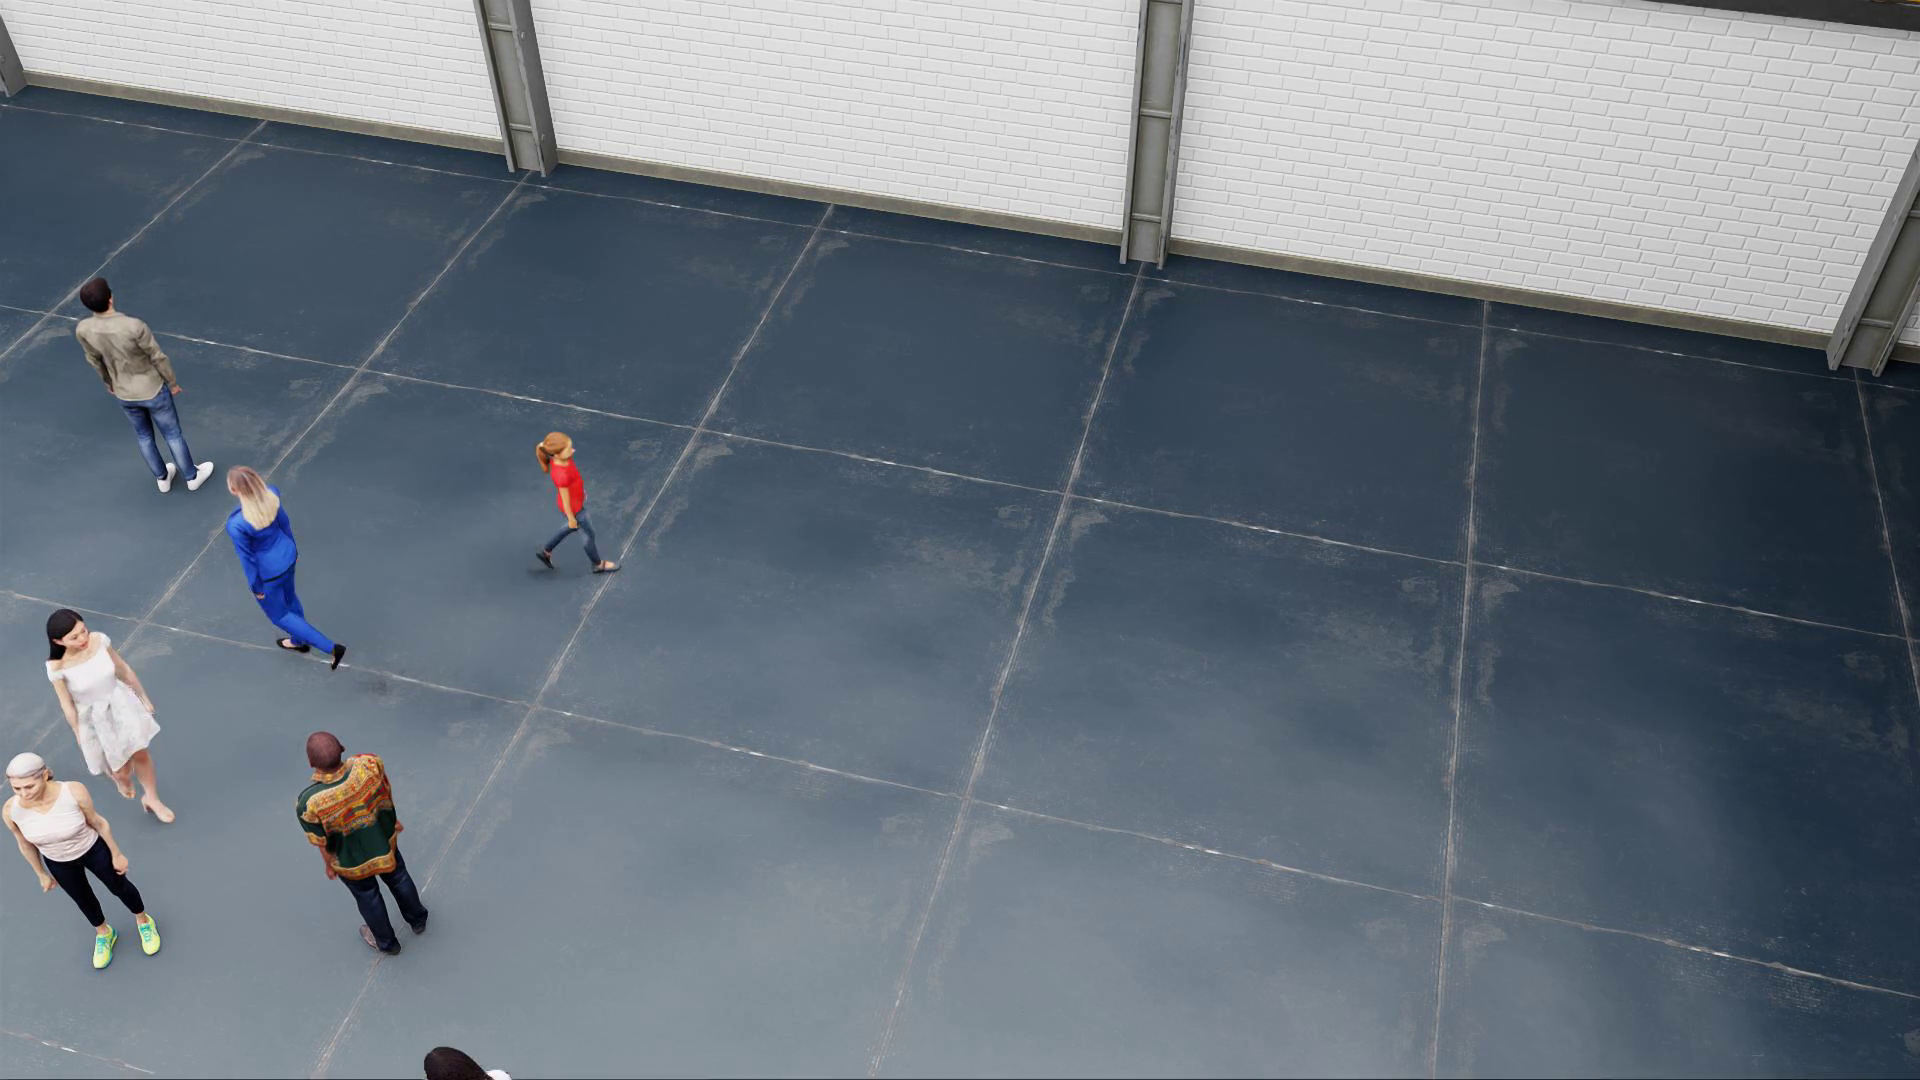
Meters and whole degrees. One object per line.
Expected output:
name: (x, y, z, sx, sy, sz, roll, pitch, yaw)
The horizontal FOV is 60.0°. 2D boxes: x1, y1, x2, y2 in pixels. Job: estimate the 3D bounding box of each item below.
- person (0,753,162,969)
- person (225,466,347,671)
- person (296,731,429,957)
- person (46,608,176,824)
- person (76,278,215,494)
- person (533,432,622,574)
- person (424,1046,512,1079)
person: (-4.902, 1.752, 9.252, 0.647, 1.702, 0.746, -14, 45, -14)
person: (-4.414, 0.209, 10.886, 0.939, 1.682, 0.671, 14, 45, 15)
person: (-3.322, 1.684, 9.247, 0.820, 1.808, 0.810, 31, 52, 28)
person: (-5.130, 1.048, 9.945, 0.857, 1.765, 0.779, 24, 49, 23)
person: (-5.987, -1.102, 12.130, 0.644, 1.865, 0.826, -1, 44, -2)
person: (-2.780, -0.246, 11.648, 0.875, 1.290, 0.706, -8, 44, -9)
person: (-2.201, 3.002, 7.876, 0.868, 1.791, 0.965, -28, 50, -27)
